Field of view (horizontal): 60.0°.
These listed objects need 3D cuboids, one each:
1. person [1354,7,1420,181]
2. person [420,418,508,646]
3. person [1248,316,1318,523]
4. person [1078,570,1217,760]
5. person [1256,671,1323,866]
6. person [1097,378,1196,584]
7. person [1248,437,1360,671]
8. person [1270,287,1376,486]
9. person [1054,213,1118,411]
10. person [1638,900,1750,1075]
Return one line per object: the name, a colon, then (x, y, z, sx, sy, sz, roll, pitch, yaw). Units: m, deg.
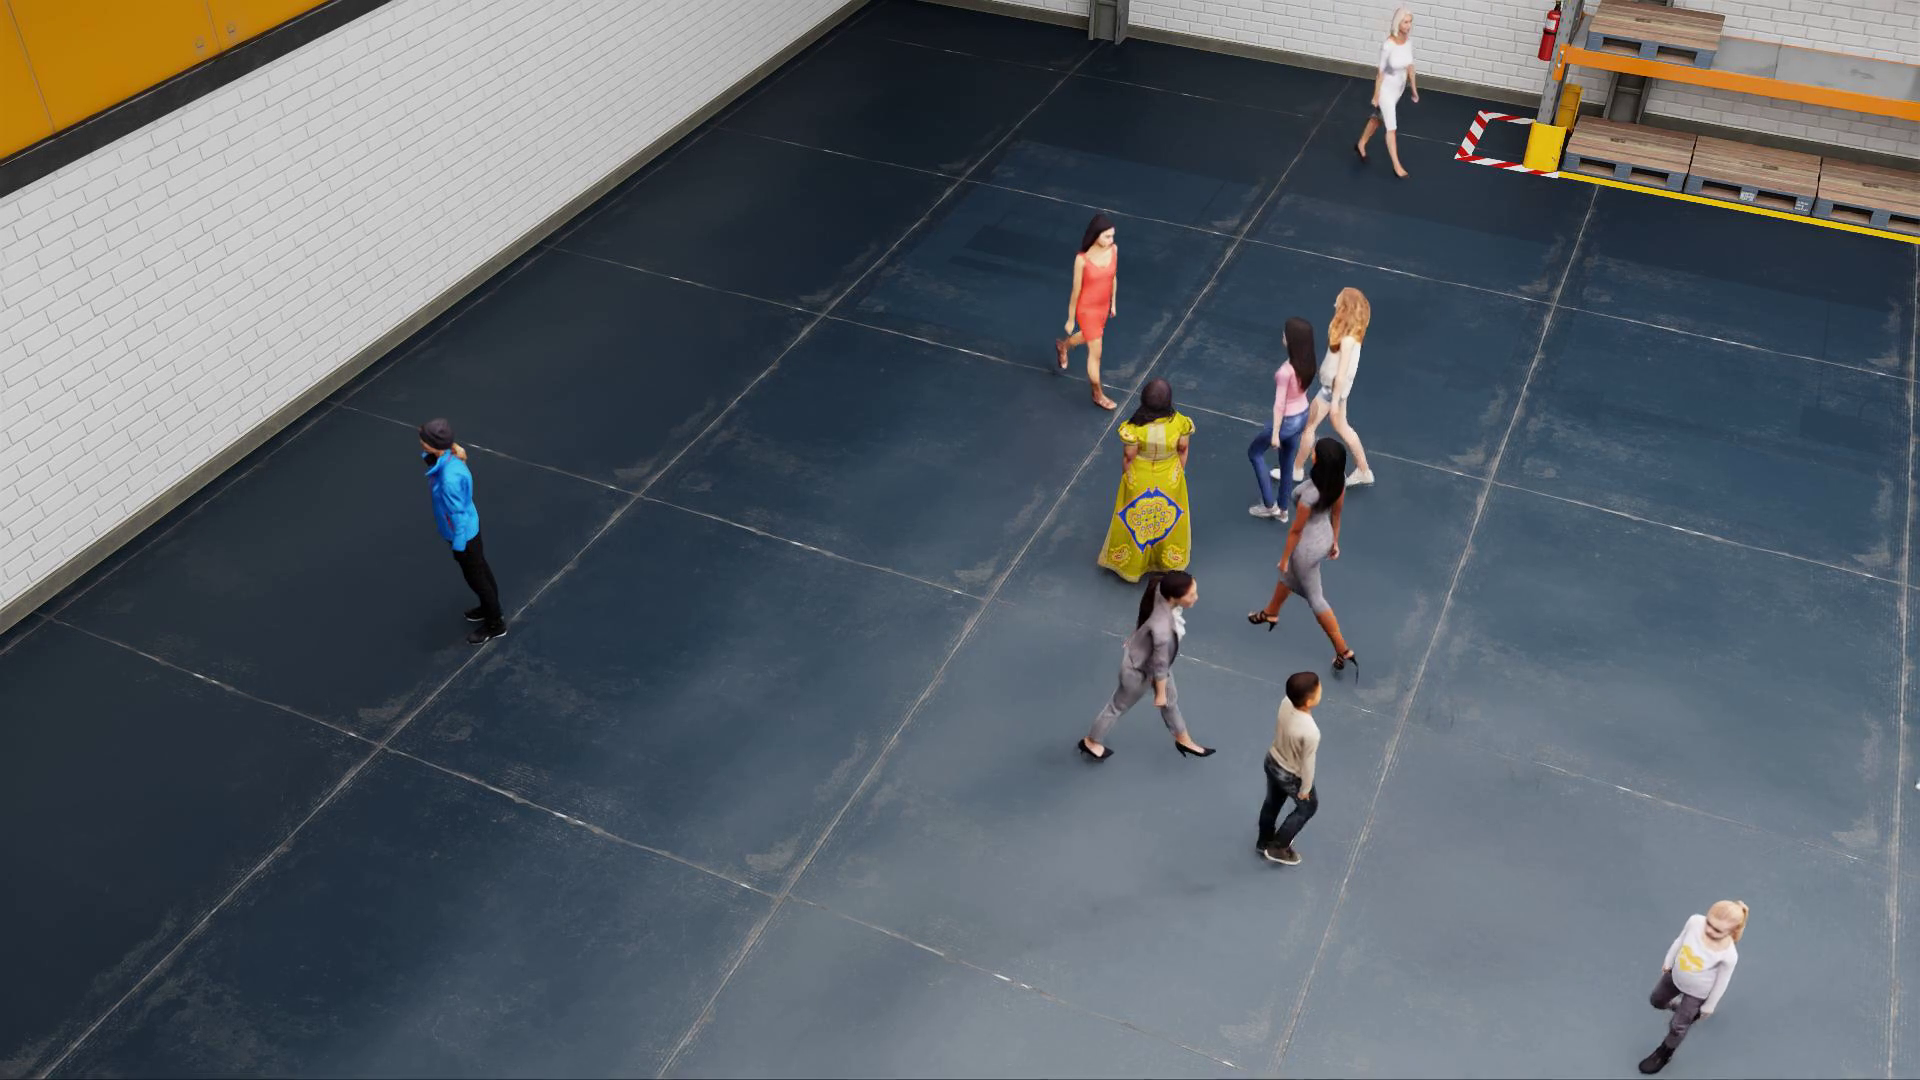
person: (4.315, -4.572, 16.921, 0.880, 1.696, 1.145, -27, 46, -30)
person: (-3.338, -0.062, 11.192, 0.730, 1.797, 0.692, -9, 40, -11)
person: (2.473, -0.842, 12.219, 0.682, 1.735, 0.669, 31, 48, 33)
person: (1.057, 0.803, 10.266, 1.175, 1.601, 0.842, 5, 39, 6)
person: (1.858, 1.349, 9.701, 0.696, 1.453, 0.625, -16, 41, -19)
person: (1.357, -0.426, 11.759, 0.950, 1.659, 1.056, -5, 39, -6)
person: (2.387, 0.134, 10.993, 1.198, 1.740, 0.840, 31, 48, 33)
person: (2.922, -1.111, 12.564, 1.034, 1.725, 0.640, 13, 41, 16)
person: (1.026, -1.928, 13.616, 0.954, 1.689, 1.193, -29, 47, -31)
person: (3.859, 2.287, 8.676, 0.764, 1.267, 0.714, -15, 41, -18)
